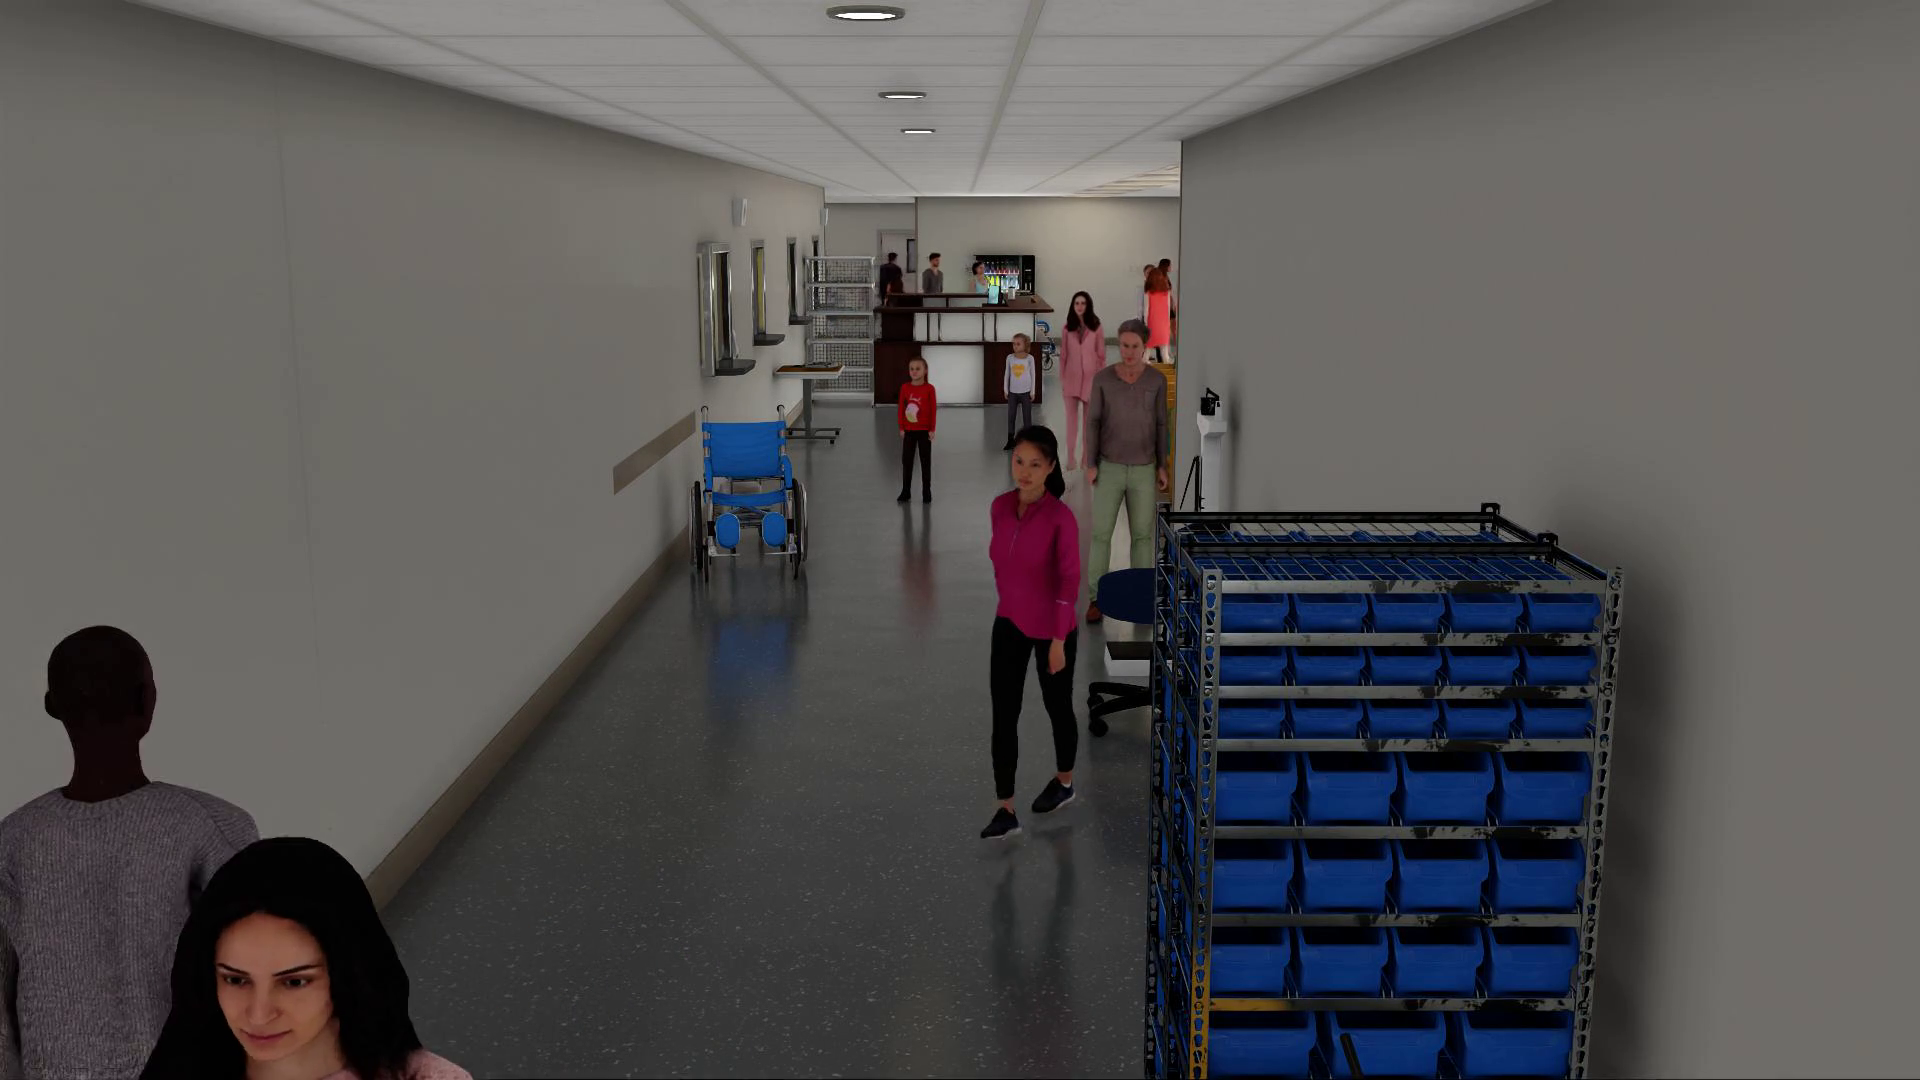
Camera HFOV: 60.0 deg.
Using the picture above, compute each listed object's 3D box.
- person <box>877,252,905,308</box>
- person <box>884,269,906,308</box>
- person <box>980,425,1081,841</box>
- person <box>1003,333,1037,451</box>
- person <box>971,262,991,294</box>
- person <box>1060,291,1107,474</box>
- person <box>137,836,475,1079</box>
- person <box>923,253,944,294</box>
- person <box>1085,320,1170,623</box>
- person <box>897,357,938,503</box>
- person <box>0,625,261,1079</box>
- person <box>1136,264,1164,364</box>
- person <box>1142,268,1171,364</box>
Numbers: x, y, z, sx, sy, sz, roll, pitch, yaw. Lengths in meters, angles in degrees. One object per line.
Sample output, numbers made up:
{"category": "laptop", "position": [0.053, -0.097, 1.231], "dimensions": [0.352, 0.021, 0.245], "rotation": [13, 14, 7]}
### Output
{"category": "person", "position": [-1.576, -5.373, 36.481], "dimensions": [0.884, 1.822, 0.957], "rotation": [4, 11, 20]}
{"category": "person", "position": [-1.263, -4.719, 33.838], "dimensions": [1.013, 1.522, 0.945], "rotation": [-5, 12, -25]}
{"category": "person", "position": [0.331, 0.364, 6.713], "dimensions": [0.995, 1.648, 0.952], "rotation": [8, 14, 38]}
{"category": "person", "position": [0.661, -1.628, 18.204], "dimensions": [0.481, 1.278, 0.595], "rotation": [2, 11, 13]}
{"category": "person", "position": [0.323, -4.210, 30.613], "dimensions": [1.152, 1.723, 1.162], "rotation": [-9, 14, -40]}
{"category": "person", "position": [1.234, -1.541, 16.441], "dimensions": [1.023, 1.764, 0.817], "rotation": [2, 11, 9]}
{"category": "person", "position": [-0.787, 1.178, 2.168], "dimensions": [0.862, 1.744, 0.734], "rotation": [1, 11, 4]}
{"category": "person", "position": [-0.598, -4.500, 31.755], "dimensions": [1.235, 1.869, 1.223], "rotation": [-8, 13, -37]}
{"category": "person", "position": [1.030, -0.435, 10.338], "dimensions": [0.531, 1.866, 0.735], "rotation": [0, 11, -2]}
{"category": "person", "position": [-0.378, -0.985, 14.806], "dimensions": [0.467, 1.281, 0.583], "rotation": [2, 11, 9]}
{"category": "person", "position": [-1.424, 1.053, 2.859], "dimensions": [1.037, 1.731, 0.669], "rotation": [0, 11, 0]}
{"category": "person", "position": [2.984, -3.529, 26.893], "dimensions": [1.189, 1.773, 1.114], "rotation": [-6, 12, -30]}
{"category": "person", "position": [2.863, -2.947, 23.812], "dimensions": [1.131, 1.778, 0.801], "rotation": [-2, 11, -11]}
